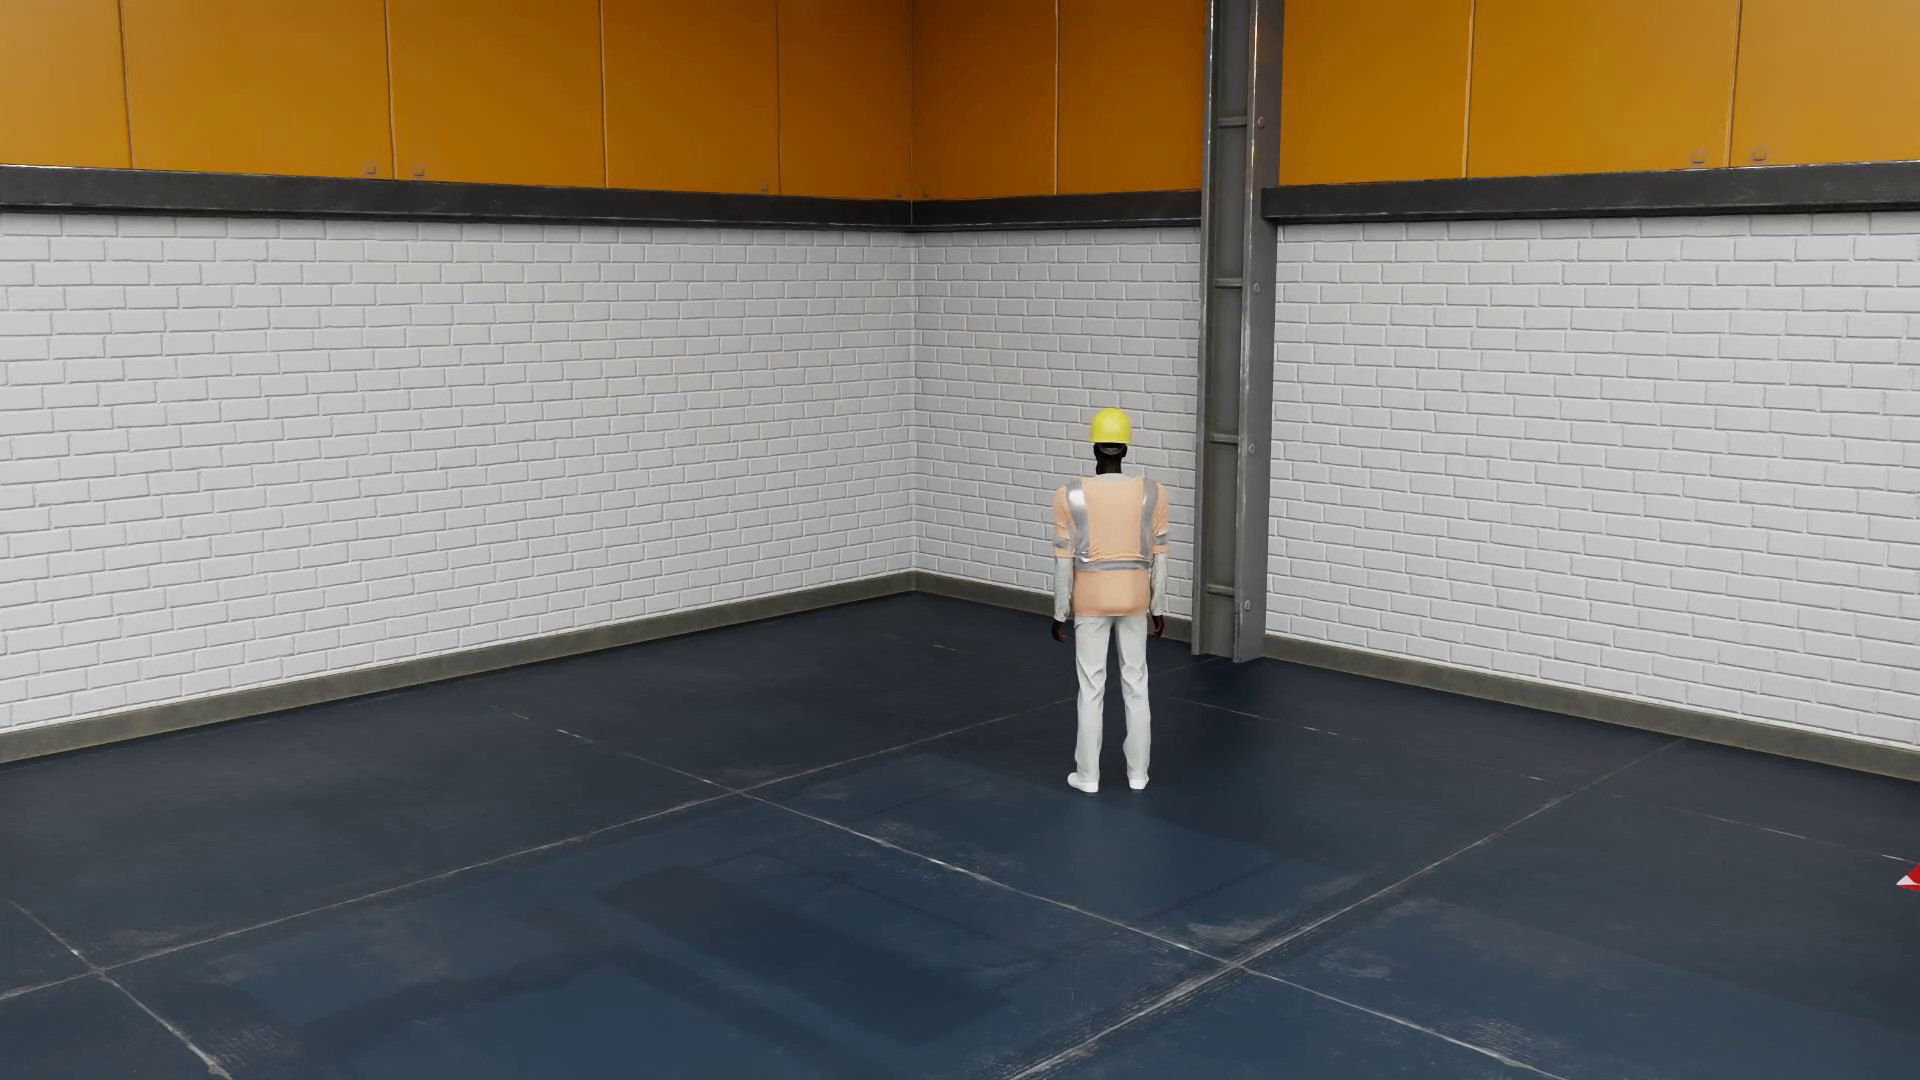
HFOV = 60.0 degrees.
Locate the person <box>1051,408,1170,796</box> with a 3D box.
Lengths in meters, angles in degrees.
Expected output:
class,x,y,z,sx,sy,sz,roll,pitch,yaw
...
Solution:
class,x,y,z,sx,sy,sz,roll,pitch,yaw
person,0.737,0.311,8.247,0.586,1.928,0.369,-1,9,-6
